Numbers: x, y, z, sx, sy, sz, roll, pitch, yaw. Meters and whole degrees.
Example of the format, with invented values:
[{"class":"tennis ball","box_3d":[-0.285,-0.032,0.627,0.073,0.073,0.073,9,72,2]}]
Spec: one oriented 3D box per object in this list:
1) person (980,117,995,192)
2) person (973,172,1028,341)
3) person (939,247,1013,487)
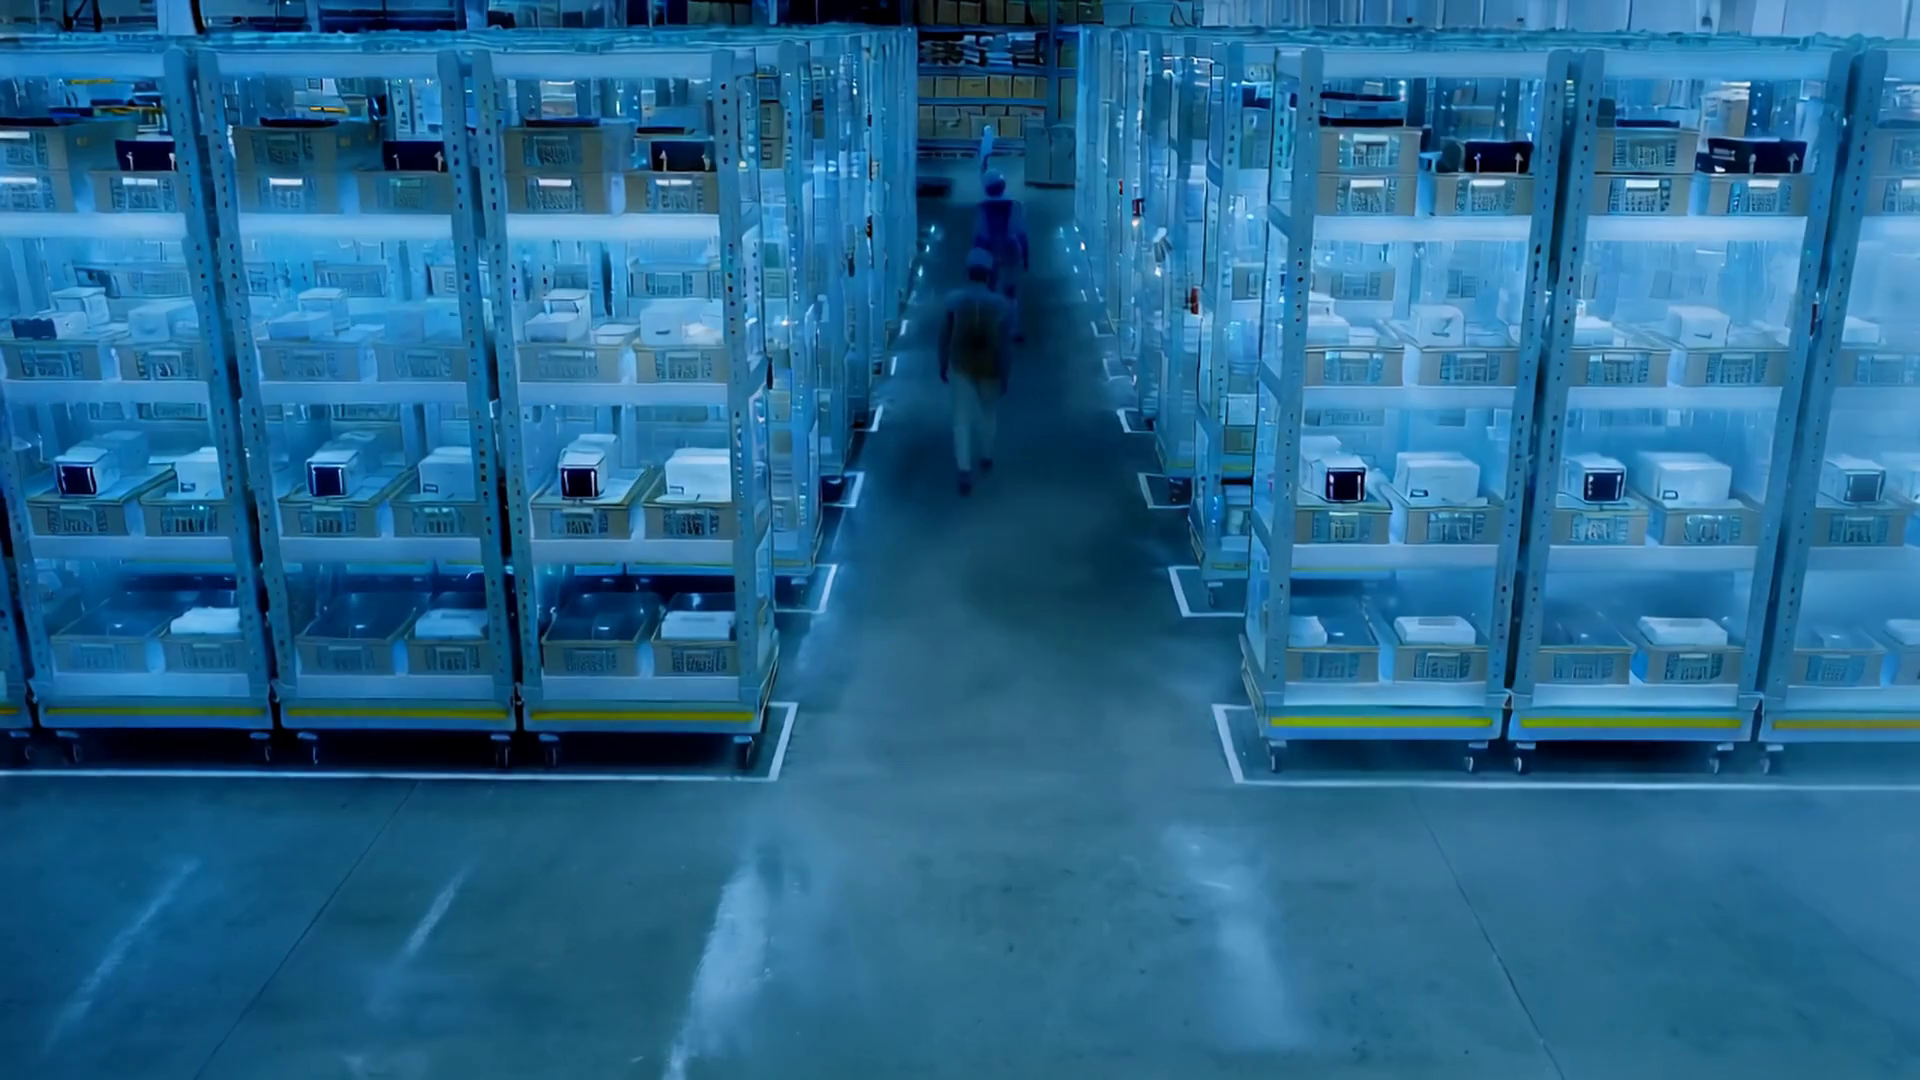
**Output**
[{"class":"person","box_3d":[0.618,-8.586,37.070,0.322,1.626,0.530,0,17,-1]},{"class":"person","box_3d":[0.483,-3.382,19.857,0.654,2.008,0.416,2,18,8]},{"class":"person","box_3d":[0.125,-1.433,13.743,0.606,1.952,1.018,0,17,1]}]
